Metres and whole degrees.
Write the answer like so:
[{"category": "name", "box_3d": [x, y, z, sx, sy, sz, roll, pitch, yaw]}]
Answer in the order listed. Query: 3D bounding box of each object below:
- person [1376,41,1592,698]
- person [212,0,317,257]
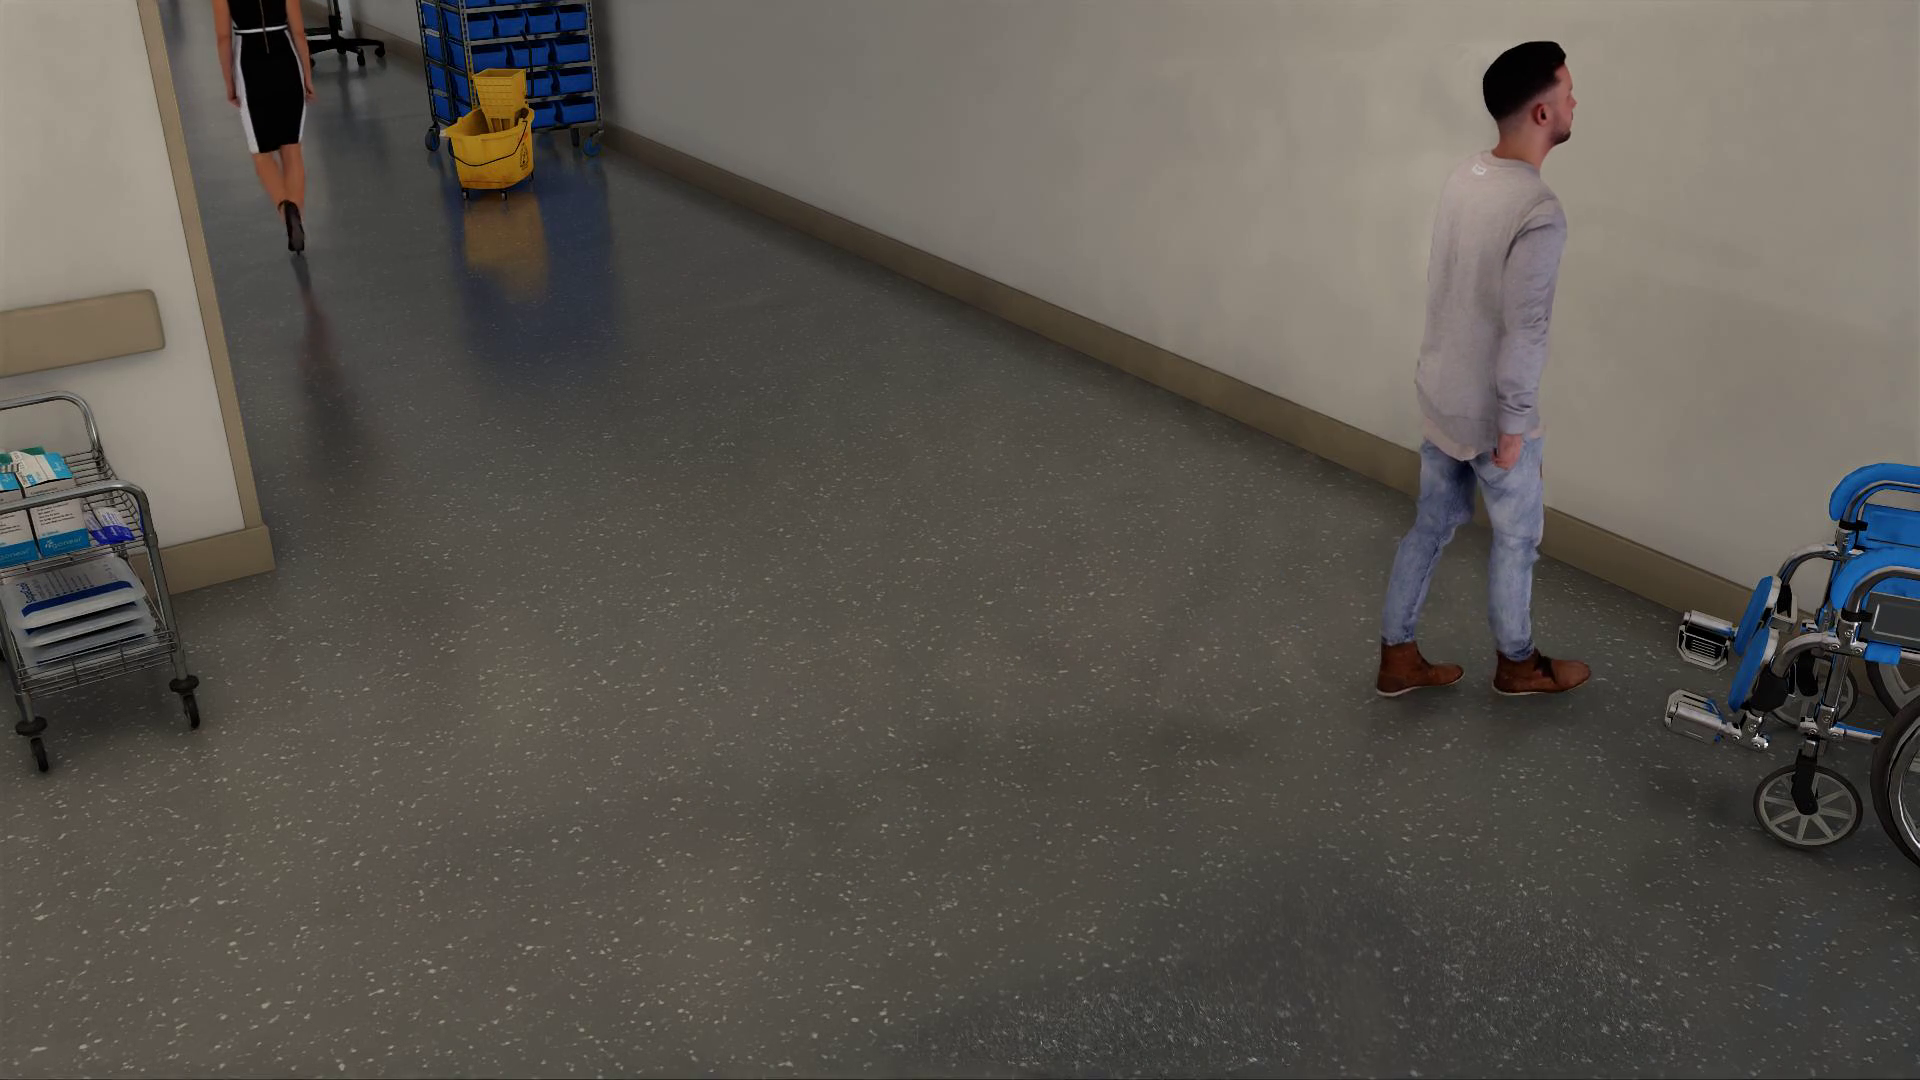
[{"category": "person", "box_3d": [1.330, -0.377, 4.414, 0.949, 1.827, 0.848, -7, 27, -14]}, {"category": "person", "box_3d": [-3.455, -2.255, 8.364, 0.877, 1.778, 0.693, -14, 29, -26]}]
